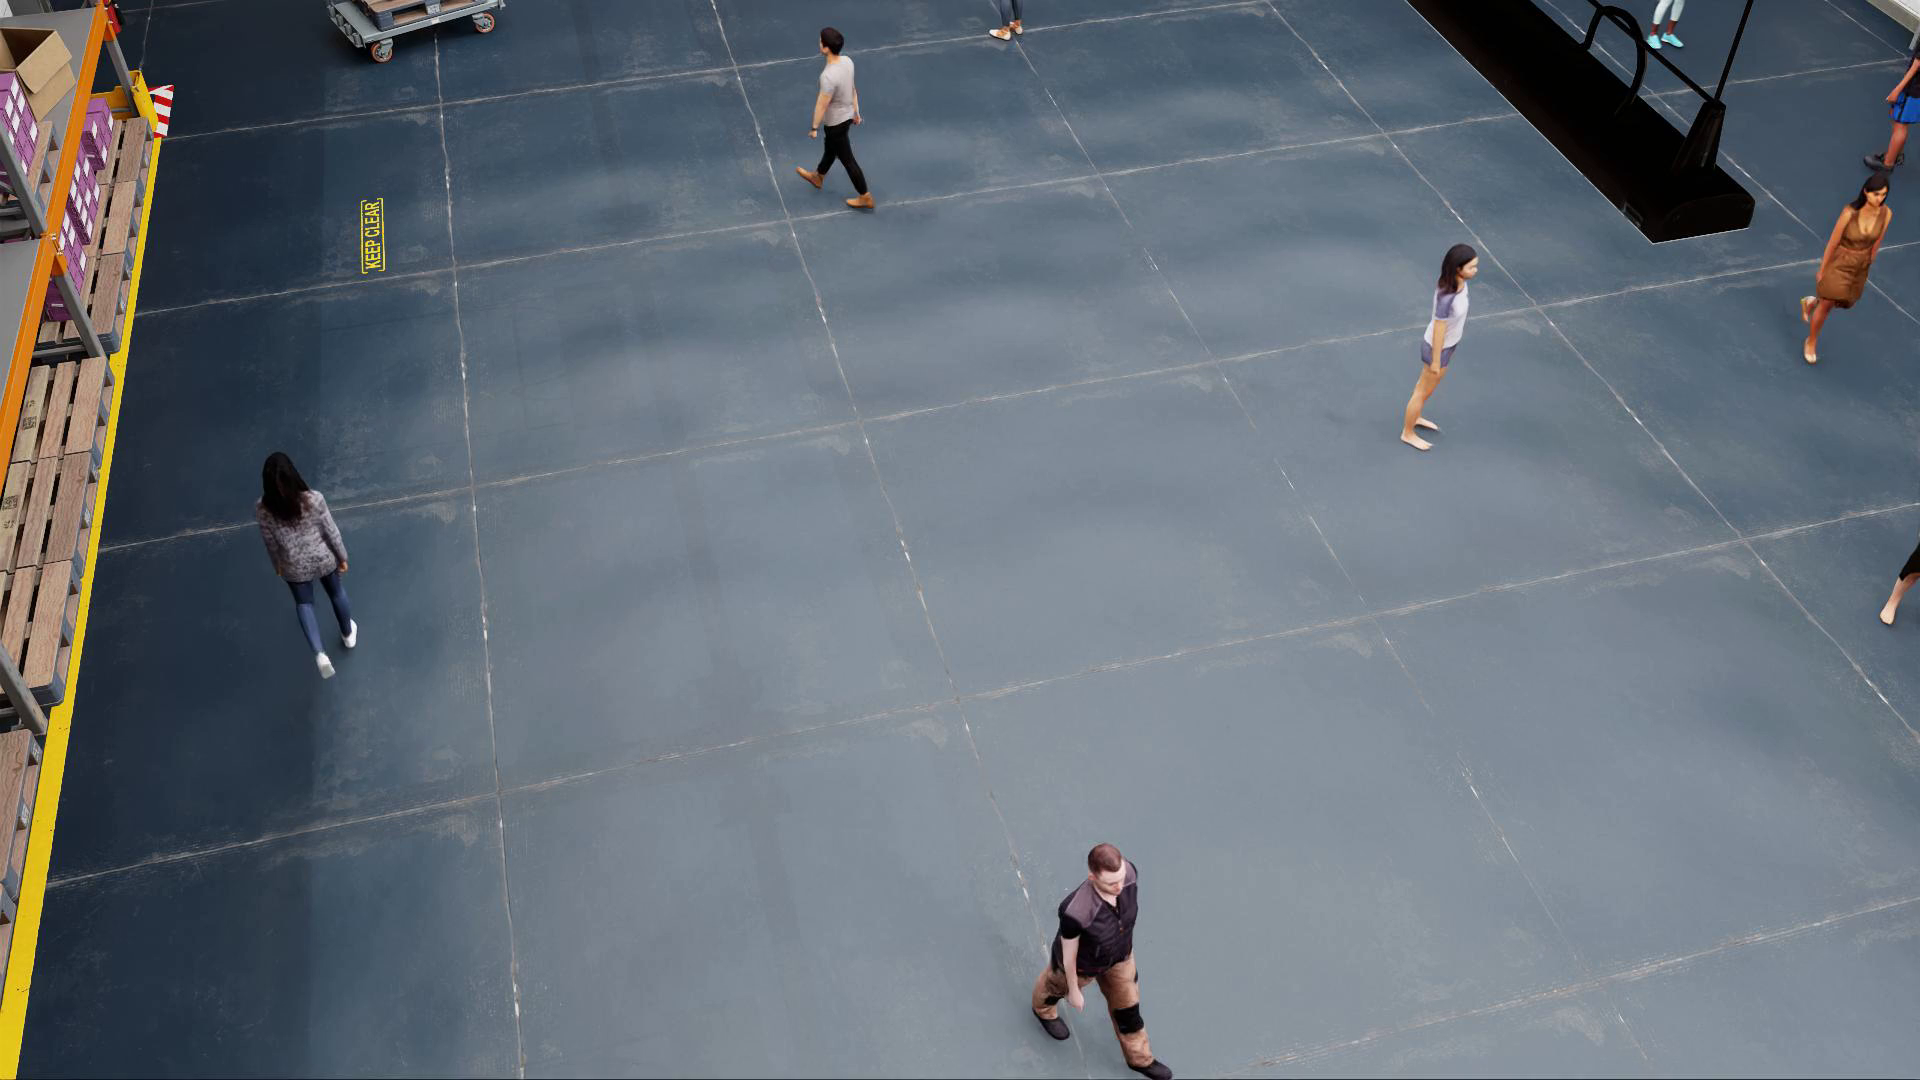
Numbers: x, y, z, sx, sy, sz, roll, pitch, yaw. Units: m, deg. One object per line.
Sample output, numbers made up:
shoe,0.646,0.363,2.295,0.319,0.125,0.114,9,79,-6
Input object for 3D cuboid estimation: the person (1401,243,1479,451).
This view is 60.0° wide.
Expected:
person,3.595,-1.471,12.456,0.709,1.733,0.631,18,47,18

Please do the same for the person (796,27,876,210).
person,-1.018,-3.727,14.860,1.122,1.683,1.123,16,46,17

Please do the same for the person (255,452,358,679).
person,-4.208,0.192,10.726,0.631,1.712,0.909,-12,45,-12

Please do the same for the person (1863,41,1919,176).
person,8.841,-4.129,15.206,0.735,1.788,0.734,-29,51,-27

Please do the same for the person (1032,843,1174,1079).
person,0.617,2.083,8.680,0.973,1.796,1.207,-29,51,-27

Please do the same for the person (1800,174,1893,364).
person,7.028,-2.209,13.274,0.672,1.673,0.837,-2,44,-2

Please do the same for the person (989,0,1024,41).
person,0.501,-6.078,17.251,0.691,1.788,0.675,32,52,29
